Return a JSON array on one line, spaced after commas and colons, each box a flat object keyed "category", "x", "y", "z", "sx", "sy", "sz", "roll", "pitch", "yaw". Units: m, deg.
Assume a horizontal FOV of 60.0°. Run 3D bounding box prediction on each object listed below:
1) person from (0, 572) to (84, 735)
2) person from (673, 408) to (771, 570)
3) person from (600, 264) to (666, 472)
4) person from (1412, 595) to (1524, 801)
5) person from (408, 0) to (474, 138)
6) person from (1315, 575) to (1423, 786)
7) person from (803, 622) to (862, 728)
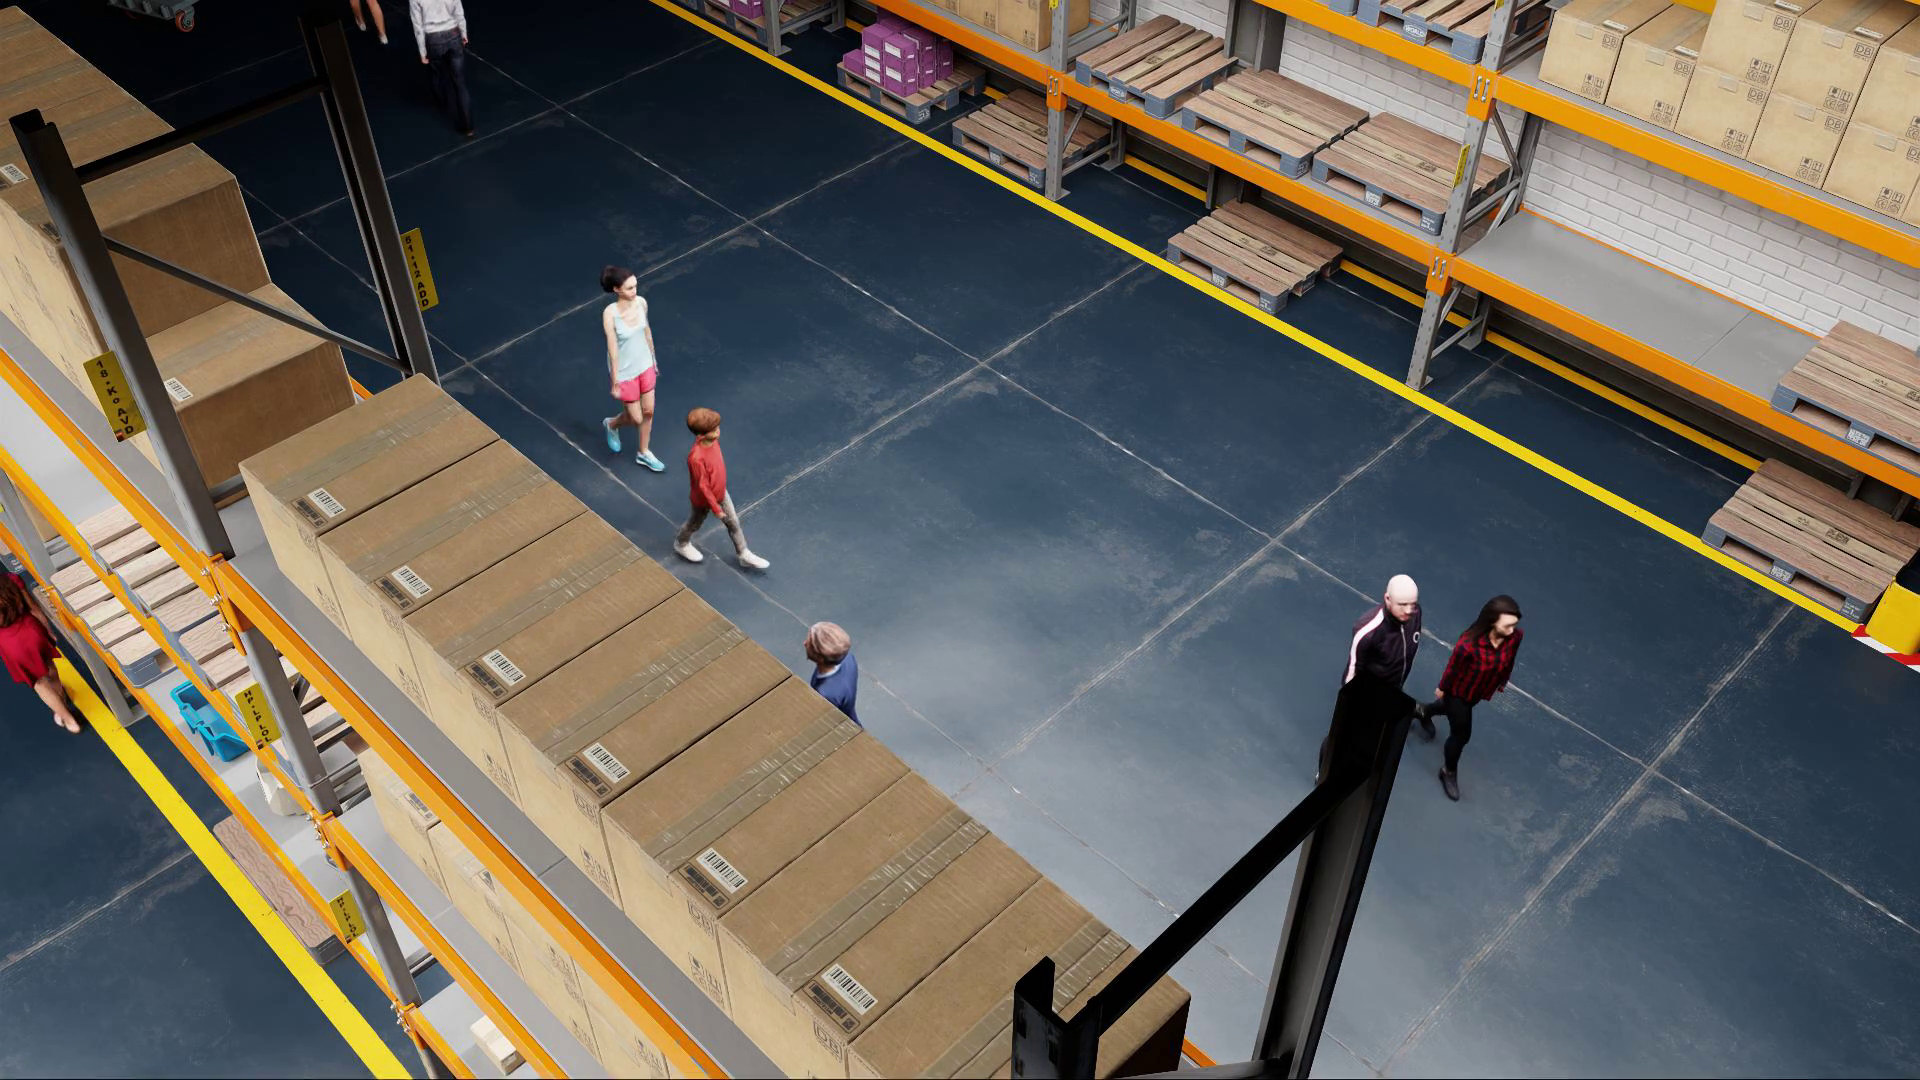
[{"category": "person", "x": -5.844, "y": 0.664, "z": 10.396, "sx": 0.772, "sy": 1.532, "sz": 0.561, "roll": 29, "pitch": 51, "yaw": 27}, {"category": "person", "x": -1.820, "y": -0.342, "z": 11.560, "sx": 1.025, "sy": 1.383, "sz": 0.754, "roll": 17, "pitch": 46, "yaw": 17}, {"category": "person", "x": -2.475, "y": -1.276, "z": 12.275, "sx": 0.806, "sy": 1.749, "sz": 0.650, "roll": 33, "pitch": 53, "yaw": 30}, {"category": "person", "x": 3.051, "y": 0.838, "z": 10.148, "sx": 0.807, "sy": 1.622, "sz": 0.997, "roll": -17, "pitch": 46, "yaw": -17}, {"category": "person", "x": -4.905, "y": -4.703, "z": 15.844, "sx": 0.878, "sy": 1.787, "sz": 1.157, "roll": -21, "pitch": 47, "yaw": -21}, {"category": "person", "x": 2.458, "y": 0.866, "z": 9.965, "sx": 0.696, "sy": 1.834, "sz": 0.611, "roll": -28, "pitch": 50, "yaw": -26}, {"category": "person", "x": -0.720, "y": 1.155, "z": 9.635, "sx": 0.752, "sy": 1.871, "sz": 0.738, "roll": 7, "pitch": 44, "yaw": 7}]
